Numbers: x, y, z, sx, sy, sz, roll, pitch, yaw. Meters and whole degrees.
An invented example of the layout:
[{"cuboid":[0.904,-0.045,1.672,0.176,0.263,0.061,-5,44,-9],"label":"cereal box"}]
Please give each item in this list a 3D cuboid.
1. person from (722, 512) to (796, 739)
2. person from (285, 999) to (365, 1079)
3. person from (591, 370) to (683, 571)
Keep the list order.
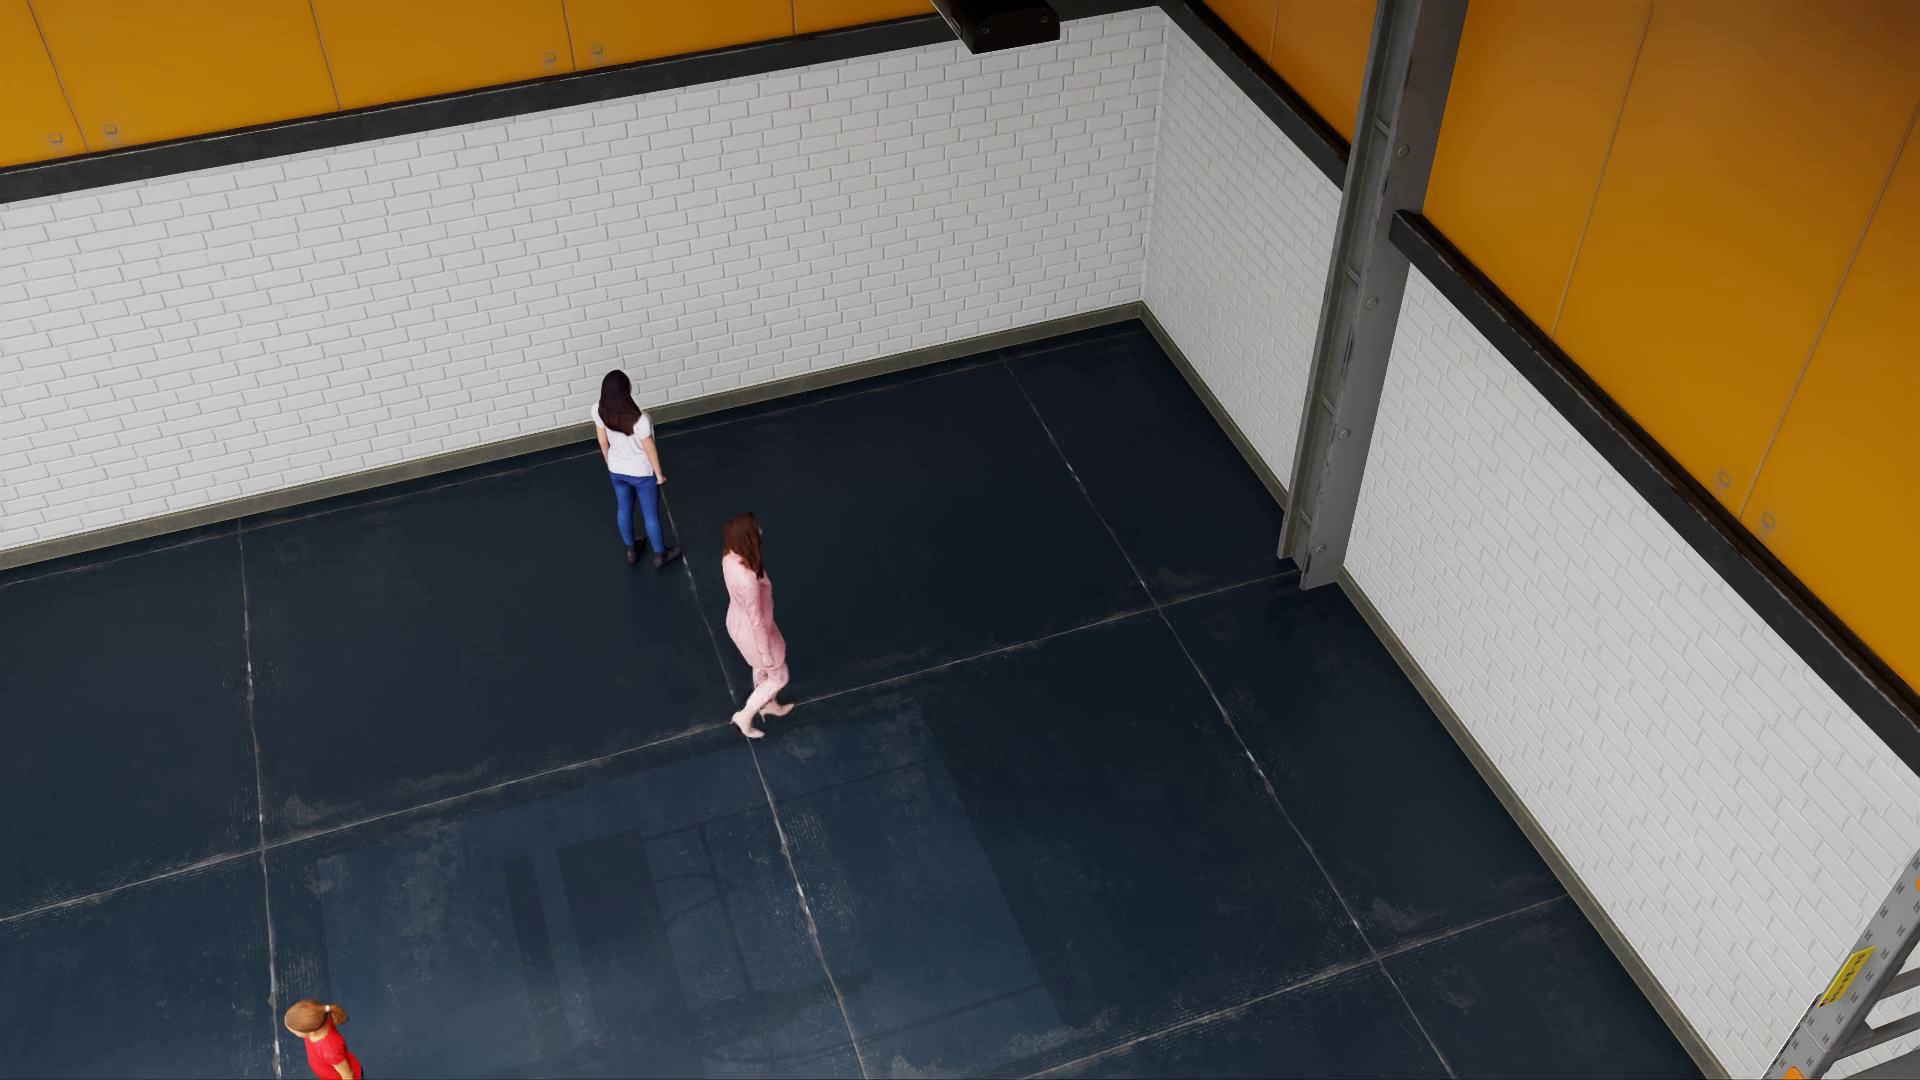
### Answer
[{"cuboid":[-1.313,0.576,10.216,0.725,1.794,0.636,-17,46,-17],"label":"person"},{"cuboid":[-3.107,2.671,8.369,0.602,1.309,0.512,-32,52,-29],"label":"person"},{"cuboid":[-2.240,-0.465,11.388,0.676,1.685,0.725,16,46,16],"label":"person"}]
